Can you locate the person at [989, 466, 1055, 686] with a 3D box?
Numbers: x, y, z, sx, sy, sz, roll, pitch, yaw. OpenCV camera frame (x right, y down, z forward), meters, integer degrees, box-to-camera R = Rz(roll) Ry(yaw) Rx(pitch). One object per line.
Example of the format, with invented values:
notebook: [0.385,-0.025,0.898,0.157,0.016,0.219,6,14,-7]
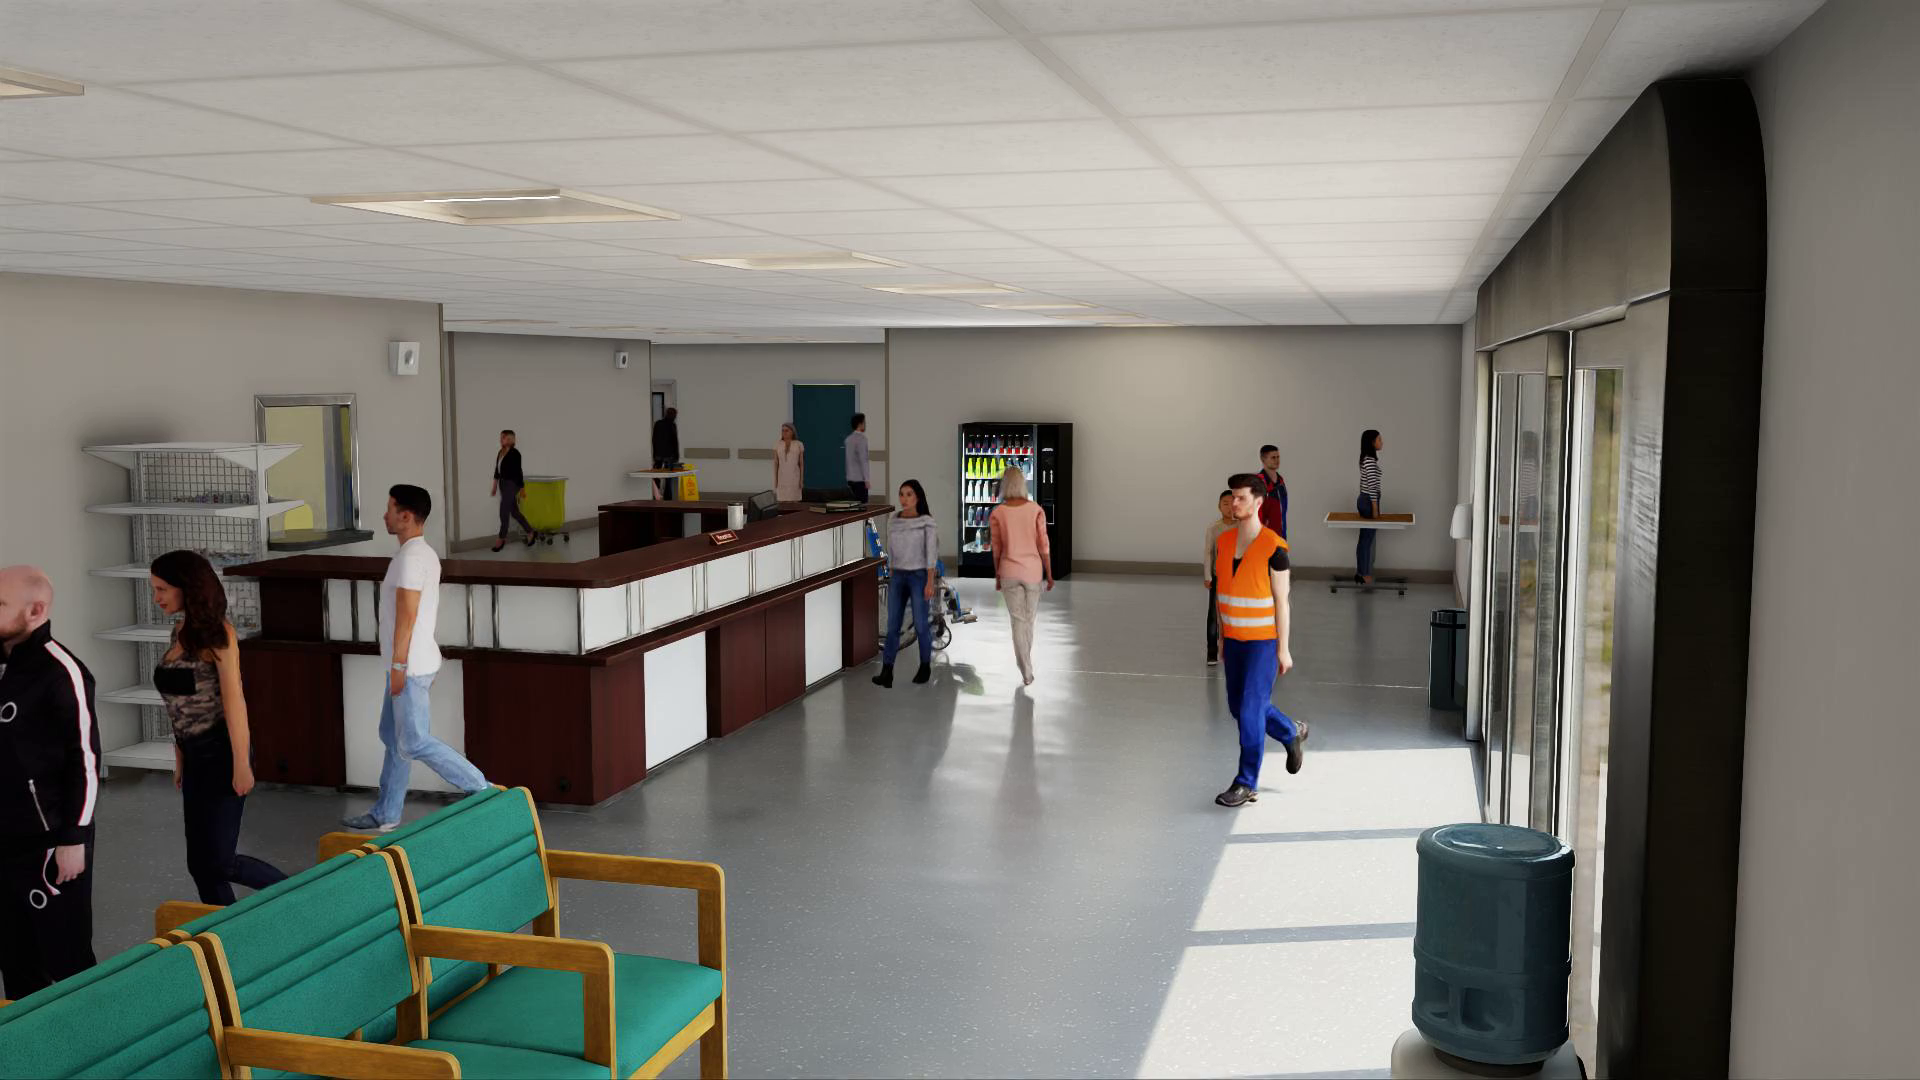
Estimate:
person: [0.472,0.315,12.904,1.169,1.657,0.989,0,6,-2]

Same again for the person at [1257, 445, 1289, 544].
person: [2.919,-0.022,15.761,0.719,1.757,0.719,-6,8,-44]

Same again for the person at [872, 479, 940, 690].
person: [-0.335,0.343,12.901,0.889,1.602,0.807,3,7,29]

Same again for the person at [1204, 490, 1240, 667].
person: [2.243,0.311,13.912,0.549,1.464,0.685,-1,6,-6]

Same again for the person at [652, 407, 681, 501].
person: [-5.617,-1.590,31.197,0.541,1.786,0.964,0,6,5]

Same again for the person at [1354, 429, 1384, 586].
person: [4.607,-0.353,18.768,0.549,1.796,0.623,0,6,5]

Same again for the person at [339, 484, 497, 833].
person: [-2.779,0.648,8.658,1.209,1.843,0.963,-1,6,-8]

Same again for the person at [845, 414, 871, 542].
person: [-1.555,-0.881,23.893,0.962,1.836,0.899,-3,6,-26]

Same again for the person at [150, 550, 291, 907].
person: [-2.867,0.905,6.597,0.907,1.744,0.924,4,7,38]

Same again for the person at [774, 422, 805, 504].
person: [-2.469,-0.840,23.994,0.558,1.734,0.704,0,6,2]

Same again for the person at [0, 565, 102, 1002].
person: [-2.964,0.984,5.354,0.592,1.837,0.776,3,6,28]

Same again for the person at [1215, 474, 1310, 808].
person: [1.726,0.563,9.426,1.133,1.859,1.122,-5,7,-38]

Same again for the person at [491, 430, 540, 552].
person: [-6.061,-0.655,22.679,1.027,1.629,0.952,5,8,43]
